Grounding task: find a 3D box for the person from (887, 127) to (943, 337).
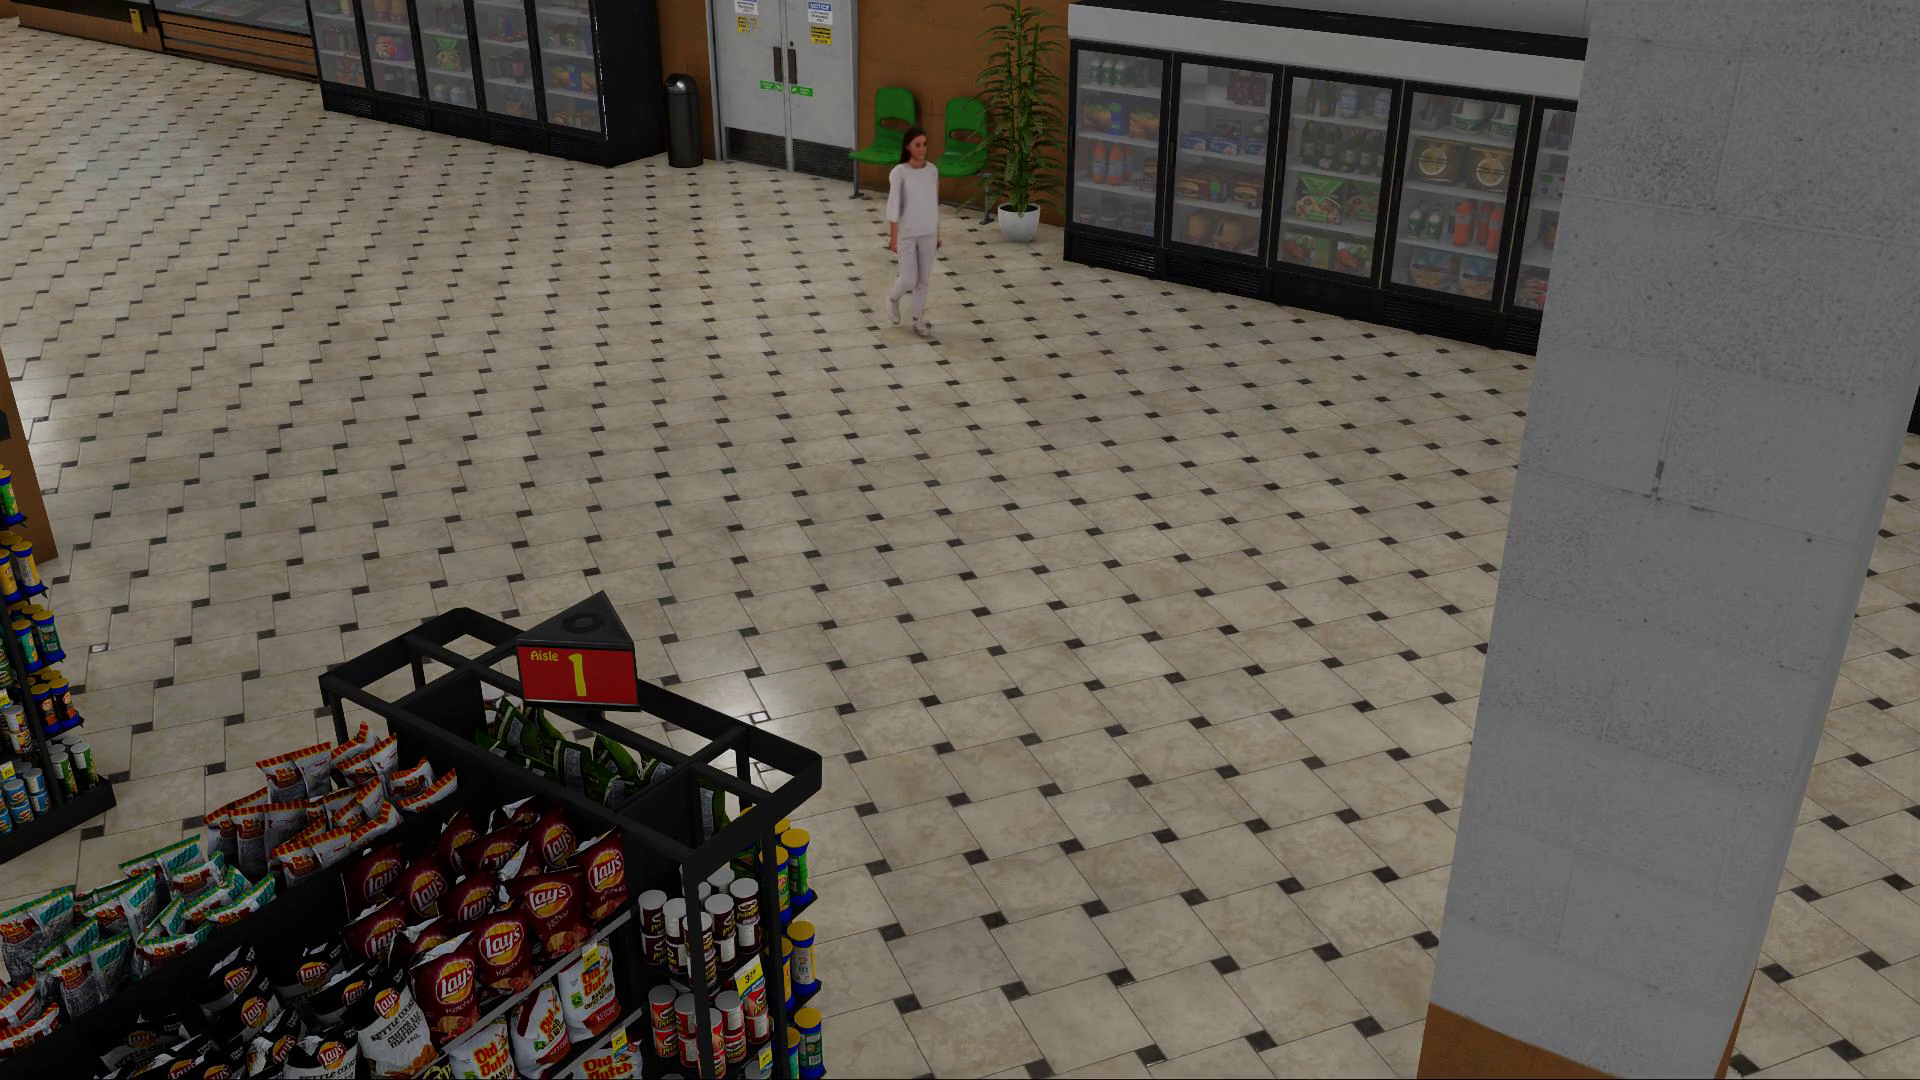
[{"bbox_3d":[-0.404,-2.482,13.360,0.762,1.681,0.794,-18,32,-31],"label":"person"}]
